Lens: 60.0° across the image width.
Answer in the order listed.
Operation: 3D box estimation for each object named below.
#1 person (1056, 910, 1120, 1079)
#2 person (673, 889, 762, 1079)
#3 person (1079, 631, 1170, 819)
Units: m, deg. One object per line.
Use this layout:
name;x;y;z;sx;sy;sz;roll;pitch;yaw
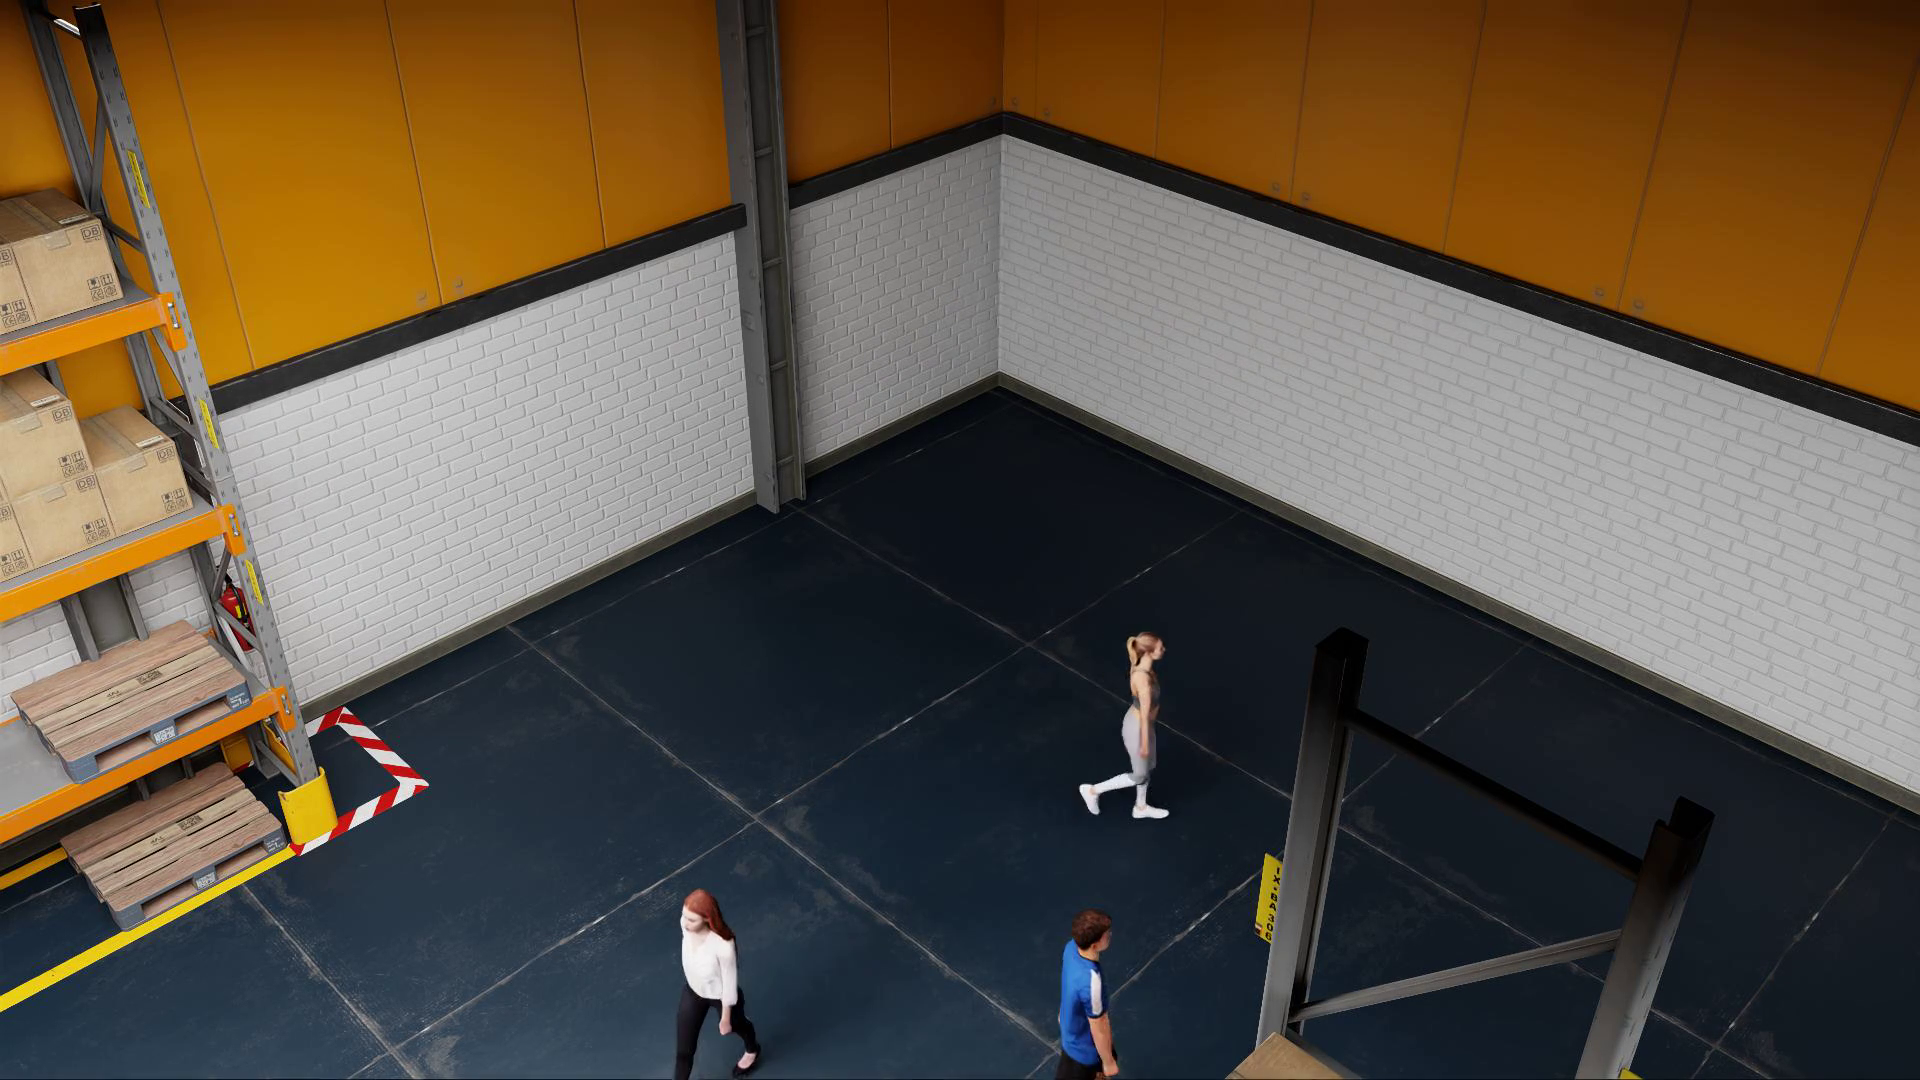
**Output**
person;0.622;2.857;9.529;1.261;1.837;1.132;-3;34;-5
person;-1.400;2.689;9.895;0.733;1.711;1.169;22;40;30
person;1.200;1.370;11.901;0.935;1.688;0.916;3;34;4
